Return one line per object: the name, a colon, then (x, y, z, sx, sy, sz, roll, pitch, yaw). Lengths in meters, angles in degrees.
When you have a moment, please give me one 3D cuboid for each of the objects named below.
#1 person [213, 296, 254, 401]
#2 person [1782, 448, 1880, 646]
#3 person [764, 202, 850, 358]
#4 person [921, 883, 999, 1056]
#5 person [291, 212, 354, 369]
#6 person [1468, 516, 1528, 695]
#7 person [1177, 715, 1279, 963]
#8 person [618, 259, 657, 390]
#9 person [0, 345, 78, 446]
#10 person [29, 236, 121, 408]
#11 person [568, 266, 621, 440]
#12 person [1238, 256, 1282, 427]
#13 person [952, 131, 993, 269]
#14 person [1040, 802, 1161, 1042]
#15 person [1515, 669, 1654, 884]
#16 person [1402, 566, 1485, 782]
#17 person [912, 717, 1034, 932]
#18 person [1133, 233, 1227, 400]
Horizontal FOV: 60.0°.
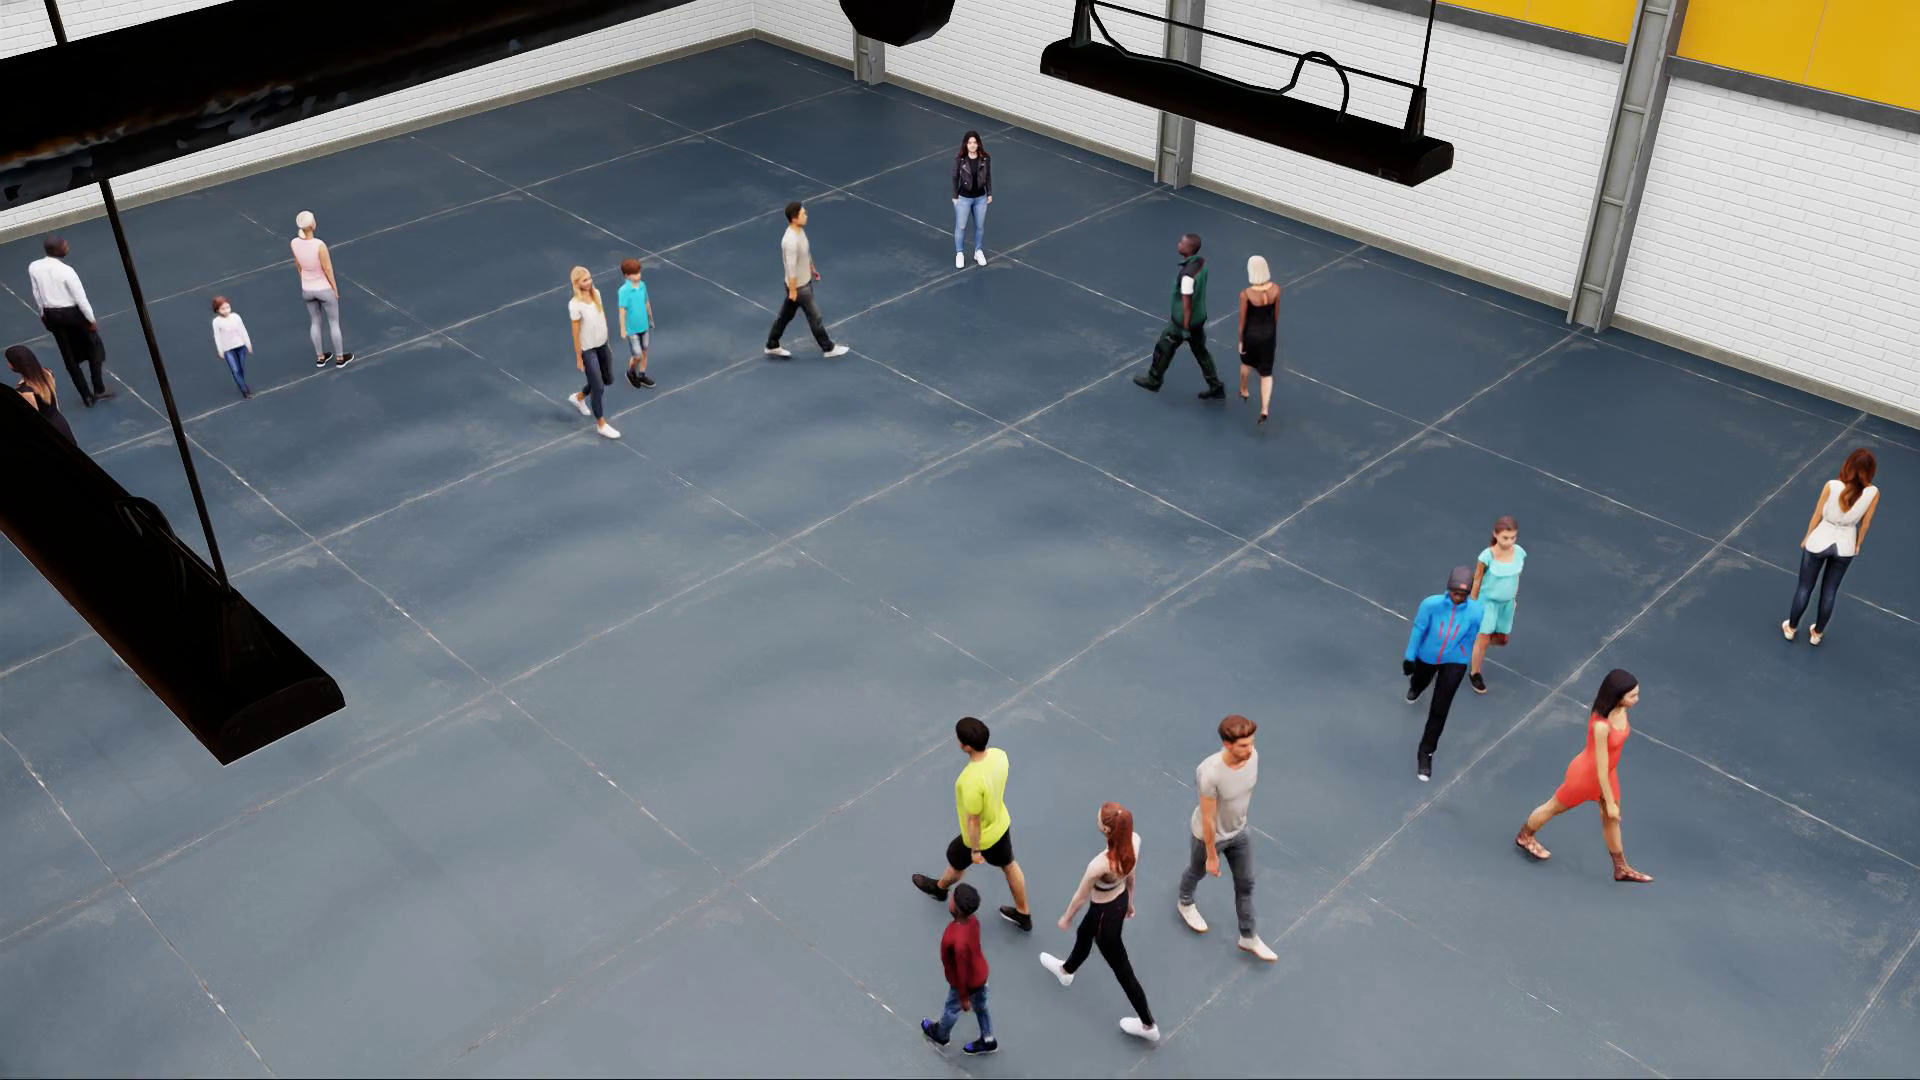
person: (-7.506, -2.019, 17.113, 0.457, 1.095, 0.662, -28, 43, -35)
person: (7.001, 0.061, 13.363, 0.609, 1.784, 0.716, 9, 35, 13)
person: (-1.804, -2.708, 17.540, 1.198, 1.772, 1.159, -1, 34, -1)
person: (0.085, 2.638, 9.989, 0.812, 1.227, 0.695, 7, 34, 11)
person: (-6.737, -2.622, 17.452, 0.603, 1.726, 0.688, 6, 34, 9)
person: (4.145, 0.449, 12.993, 0.762, 1.547, 0.849, -5, 34, -7)
person: (1.604, 1.811, 10.659, 0.781, 1.862, 1.072, -19, 38, -27)
person: (-3.391, -2.236, 17.128, 0.573, 1.441, 0.575, 22, 40, 30)
person: (-8.204, -0.976, 14.984, 0.824, 1.715, 0.754, -2, 34, -2)
person: (-9.000, -2.210, 16.757, 0.751, 1.808, 0.804, -8, 35, -12)
person: (-3.664, -1.853, 16.245, 0.962, 1.781, 0.785, 15, 36, 21)
person: (2.978, -1.932, 16.439, 1.056, 1.698, 1.156, -1, 34, -2)
person: (0.132, -4.044, 19.673, 0.723, 1.635, 0.735, -8, 34, -11)
person: (0.965, 2.336, 10.022, 1.192, 1.692, 0.667, 26, 41, 33)
person: (4.151, 1.575, 11.198, 1.178, 1.658, 0.716, 24, 40, 31)
person: (3.542, 0.831, 12.239, 1.263, 1.746, 1.097, 11, 35, 16)
person: (0.229, 1.880, 10.745, 1.176, 1.653, 0.822, 21, 39, 29)
person: (2.379, -2.191, 16.743, 1.311, 1.792, 0.955, 15, 37, 21)
